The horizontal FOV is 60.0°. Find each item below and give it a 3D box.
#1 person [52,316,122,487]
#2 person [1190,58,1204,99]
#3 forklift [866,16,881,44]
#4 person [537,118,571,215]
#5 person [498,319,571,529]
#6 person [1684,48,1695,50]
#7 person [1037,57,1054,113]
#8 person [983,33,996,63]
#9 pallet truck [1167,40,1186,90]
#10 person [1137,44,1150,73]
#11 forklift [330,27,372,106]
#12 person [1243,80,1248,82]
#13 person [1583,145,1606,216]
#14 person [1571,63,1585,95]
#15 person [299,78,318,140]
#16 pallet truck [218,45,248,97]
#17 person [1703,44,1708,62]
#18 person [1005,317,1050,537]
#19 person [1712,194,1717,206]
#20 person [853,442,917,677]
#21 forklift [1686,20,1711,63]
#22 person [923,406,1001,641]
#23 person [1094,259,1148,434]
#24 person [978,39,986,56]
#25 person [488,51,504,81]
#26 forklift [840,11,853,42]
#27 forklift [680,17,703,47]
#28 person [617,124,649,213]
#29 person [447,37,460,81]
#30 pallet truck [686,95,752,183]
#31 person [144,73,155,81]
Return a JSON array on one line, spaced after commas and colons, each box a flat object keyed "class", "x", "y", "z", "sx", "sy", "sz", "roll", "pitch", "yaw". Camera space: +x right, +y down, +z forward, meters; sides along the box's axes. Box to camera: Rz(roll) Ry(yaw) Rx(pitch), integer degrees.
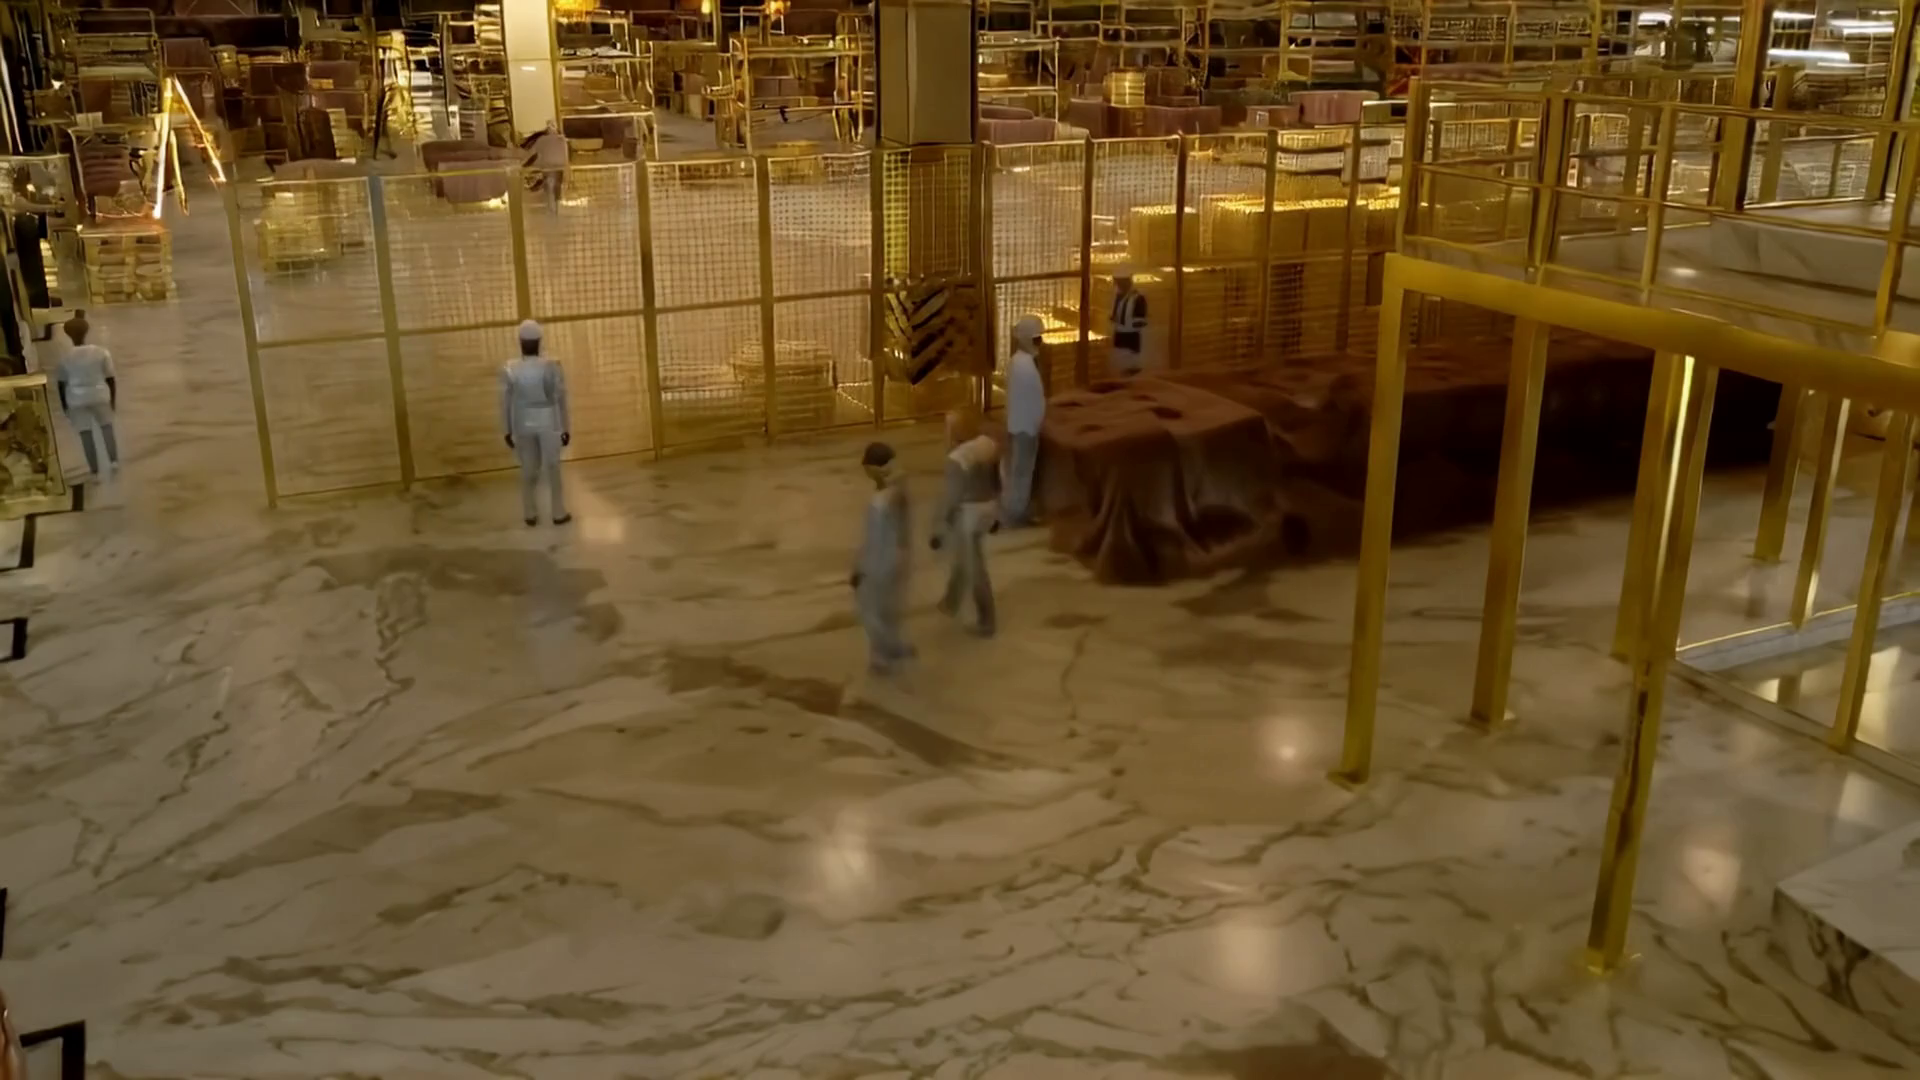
[{"class": "person", "x": -8.650, "y": -1.388, "z": 16.499, "sx": 0.541, "sy": 1.677, "sz": 0.570, "roll": -10, "pitch": 22, "yaw": -28}, {"class": "person", "x": 8.793, "y": -16.996, "z": 61.725, "sx": 0.537, "sy": 1.695, "sz": 0.321, "roll": -9, "pitch": 21, "yaw": -24}, {"class": "forklift", "x": -3.728, "y": -22.075, "z": 74.663, "sx": 1.129, "sy": 2.768, "sz": 1.873, "roll": -10, "pitch": 21, "yaw": -26}, {"class": "person", "x": -8.459, "y": -7.771, "z": 34.604, "sx": 0.614, "sy": 1.958, "sz": 0.971, "roll": 0, "pitch": 19, "yaw": 1}, {"class": "person", "x": -3.869, "y": -1.058, "z": 15.176, "sx": 0.593, "sy": 1.925, "sz": 0.384, "roll": -2, "pitch": 19, "yaw": -7}, {"class": "person", "x": 31.459, "y": -20.597, "z": 71.902, "sx": 0.636, "sy": 1.876, "sz": 0.851, "roll": 2, "pitch": 19, "yaw": 6}, {"class": "person", "x": 3.035, "y": -16.135, "z": 58.937, "sx": 0.615, "sy": 1.880, "sz": 0.893, "roll": 2, "pitch": 19, "yaw": 5}, {"class": "person", "x": 1.386, "y": -23.450, "z": 80.117, "sx": 0.645, "sy": 1.922, "sz": 0.614, "roll": -8, "pitch": 21, "yaw": -23}, {"class": "pallet truck", "x": 9.045, "y": -19.971, "z": 69.895, "sx": 0.823, "sy": 1.965, "sz": 1.885, "roll": -3, "pitch": 19, "yaw": -8}, {"class": "person", "x": 7.587, "y": -19.473, "z": 68.605, "sx": 0.679, "sy": 1.889, "sz": 0.463, "roll": -11, "pitch": 22, "yaw": -28}, {"class": "forklift", "x": -22.696, "y": -17.278, "z": 60.756, "sx": 1.873, "sy": 2.768, "sz": 1.129, "roll": -9, "pitch": 21, "yaw": -25}, {"class": "person", "x": 13.057, "y": -21.410, "z": 74.197, "sx": 0.988, "sy": 1.918, "sz": 0.619, "roll": -11, "pitch": 22, "yaw": -28}, {"class": "person", "x": 10.883, "y": -5.863, "z": 29.014, "sx": 0.612, "sy": 1.983, "sz": 1.056, "roll": -15, "pitch": 24, "yaw": -36}, {"class": "person", "x": 21.789, "y": -15.989, "z": 58.816, "sx": 0.565, "sy": 1.677, "sz": 0.552, "roll": -9, "pitch": 21, "yaw": -25}, {"class": "person", "x": -18.921, "y": -12.502, "z": 48.434, "sx": 0.407, "sy": 1.870, "sz": 0.617, "roll": 8, "pitch": 21, "yaw": 23}, {"class": "pallet truck", "x": -28.879, "y": -18.665, "z": 66.111, "sx": 0.823, "sy": 1.965, "sz": 1.885, "roll": -3, "pitch": 19, "yaw": -9}, {"class": "person", "x": 32.326, "y": -20.710, "z": 72.407, "sx": 0.412, "sy": 1.741, "sz": 0.621, "roll": 15, "pitch": 24, "yaw": 37}, {"class": "person", "x": 0.596, "y": -1.023, "z": 14.971, "sx": 0.376, "sy": 1.995, "sz": 0.612, "roll": -4, "pitch": 19, "yaw": -11}, {"class": "person", "x": 13.047, "y": -5.485, "z": 28.034, "sx": 0.731, "sy": 1.912, "sz": 0.612, "roll": 16, "pitch": 24, "yaw": 38}, {"class": "person", "x": -0.535, "y": 0.157, "z": 11.920, "sx": 0.425, "sy": 1.750, "sz": 0.540, "roll": 9, "pitch": 21, "yaw": 23}, {"class": "forklift", "x": 30.525, "y": -20.145, "z": 69.067, "sx": 1.873, "sy": 2.768, "sz": 1.129, "roll": -4, "pitch": 19, "yaw": -11}, {"class": "person", "x": -0.044, "y": -0.147, "z": 12.717, "sx": 0.863, "sy": 1.806, "sz": 0.656, "roll": 11, "pitch": 22, "yaw": 28}, {"class": "person", "x": 1.724, "y": -2.112, "z": 18.251, "sx": 0.815, "sy": 1.909, "sz": 0.580, "roll": -9, "pitch": 21, "yaw": -23}, {"class": "person", "x": 1.094, "y": -23.287, "z": 80.067, "sx": 0.539, "sy": 1.612, "sz": 0.650, "roll": -5, "pitch": 20, "yaw": -13}, {"class": "person", "x": -17.391, "y": -17.428, "z": 62.627, "sx": 0.651, "sy": 1.928, "sz": 0.517, "roll": -8, "pitch": 21, "yaw": -22}, {"class": "forklift", "x": -5.672, "y": -25.051, "z": 83.290, "sx": 1.873, "sy": 2.768, "sz": 1.129, "roll": -9, "pitch": 21, "yaw": -25}, {"class": "forklift", "x": -11.654, "y": -21.346, "z": 72.550, "sx": 1.129, "sy": 2.768, "sz": 1.873, "roll": 3, "pitch": 19, "yaw": 10}, {"class": "person", "x": -6.790, "y": -7.712, "z": 34.619, "sx": 0.638, "sy": 1.832, "sz": 0.459, "roll": 0, "pitch": 19, "yaw": -1}, {"class": "person", "x": -22.879, "y": -21.746, "z": 75.159, "sx": 0.567, "sy": 1.913, "sz": 0.574, "roll": -11, "pitch": 22, "yaw": -29}, {"class": "pallet truck", "x": -5.836, "y": -9.608, "z": 39.856, "sx": 0.823, "sy": 1.965, "sz": 1.885, "roll": 10, "pitch": 22, "yaw": 27}, {"class": "person", "x": -30.386, "y": -17.247, "z": 62.571, "sx": 0.605, "sy": 1.614, "sz": 0.539, "roll": 4, "pitch": 19, "yaw": 12}]
